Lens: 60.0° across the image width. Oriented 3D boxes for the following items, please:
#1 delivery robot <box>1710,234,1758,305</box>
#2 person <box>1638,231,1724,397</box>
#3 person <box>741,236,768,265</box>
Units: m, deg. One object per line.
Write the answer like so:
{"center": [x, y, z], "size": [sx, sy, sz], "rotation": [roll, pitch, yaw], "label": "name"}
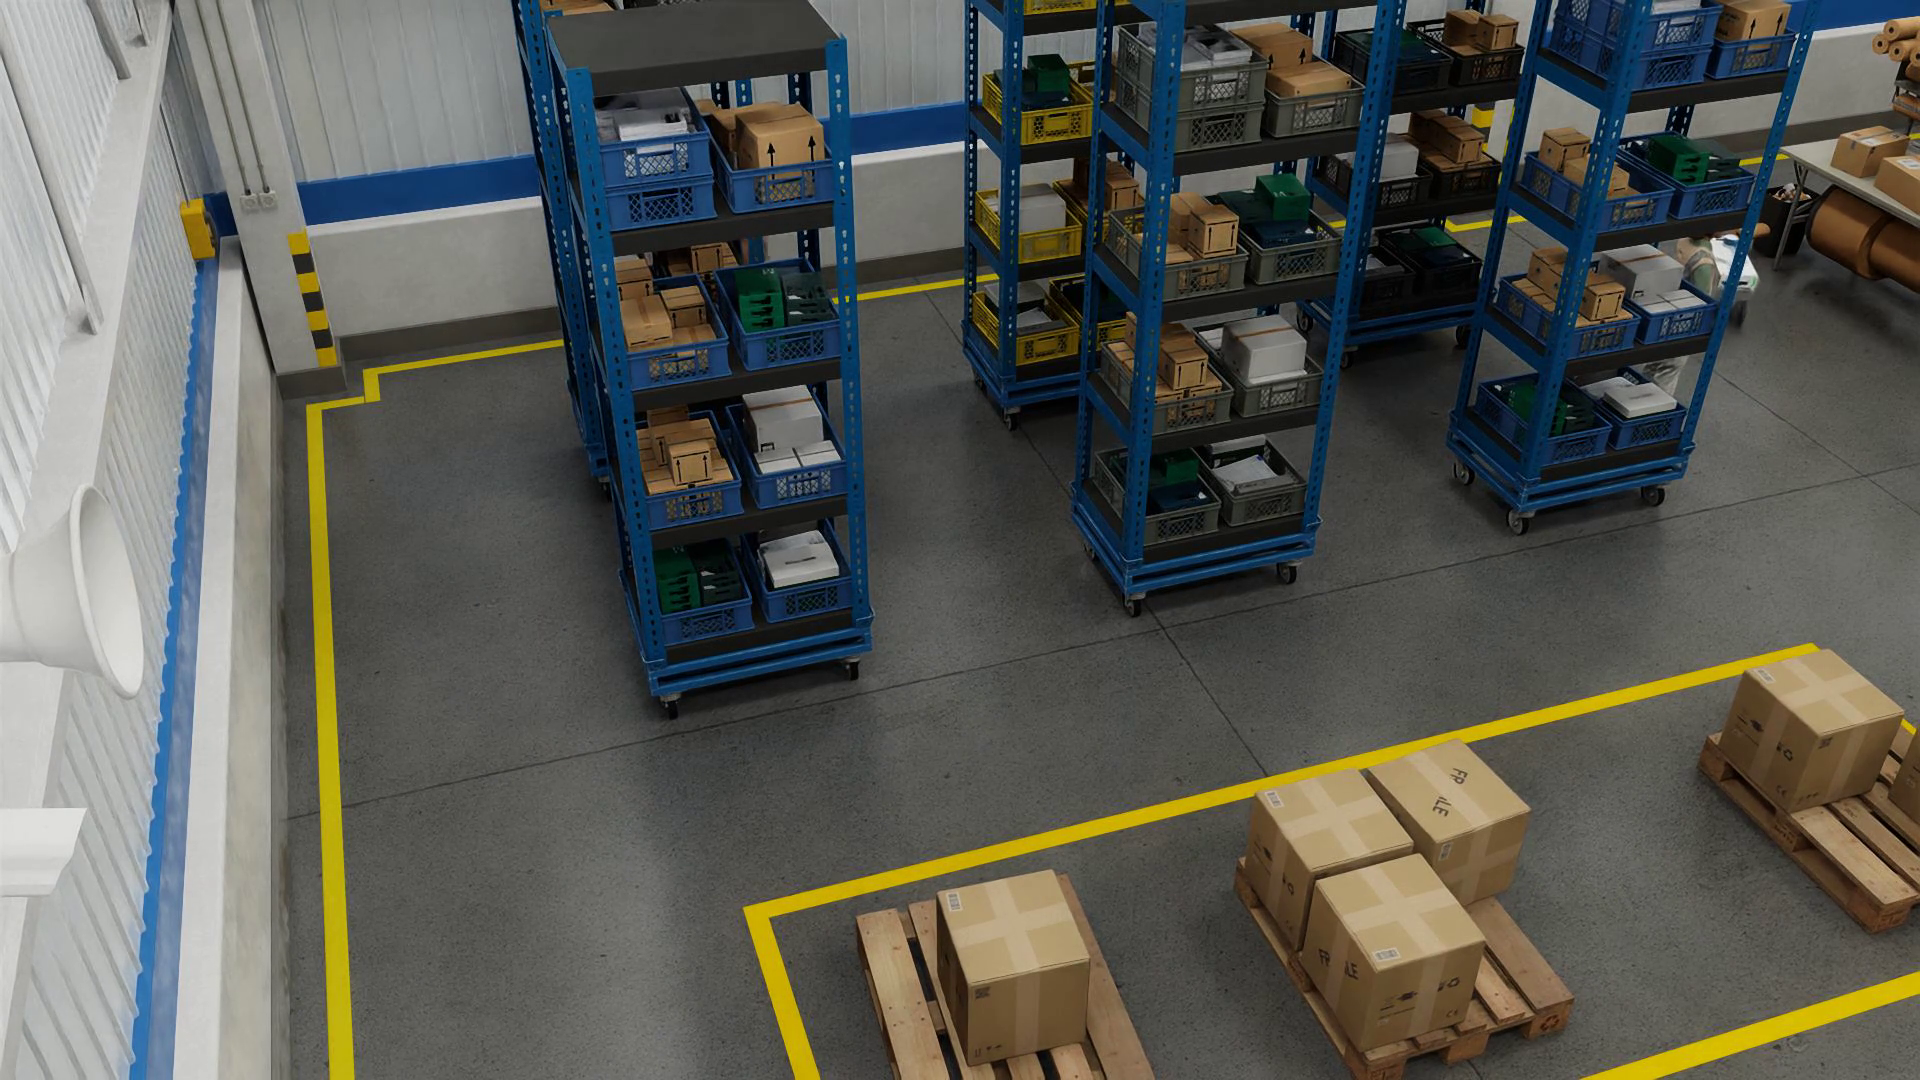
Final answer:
{"center": [5.820, -2.087, 12.668], "size": [0.477, 0.478, 0.707], "rotation": [5, 36, 8], "label": "delivery robot"}
{"center": [4.716, -1.434, 10.884], "size": [0.309, 1.641, 0.514], "rotation": [2, 35, 2], "label": "person"}
{"center": [-1.568, -1.775, 11.106], "size": [0.619, 1.950, 0.667], "rotation": [28, 44, 34], "label": "person"}
